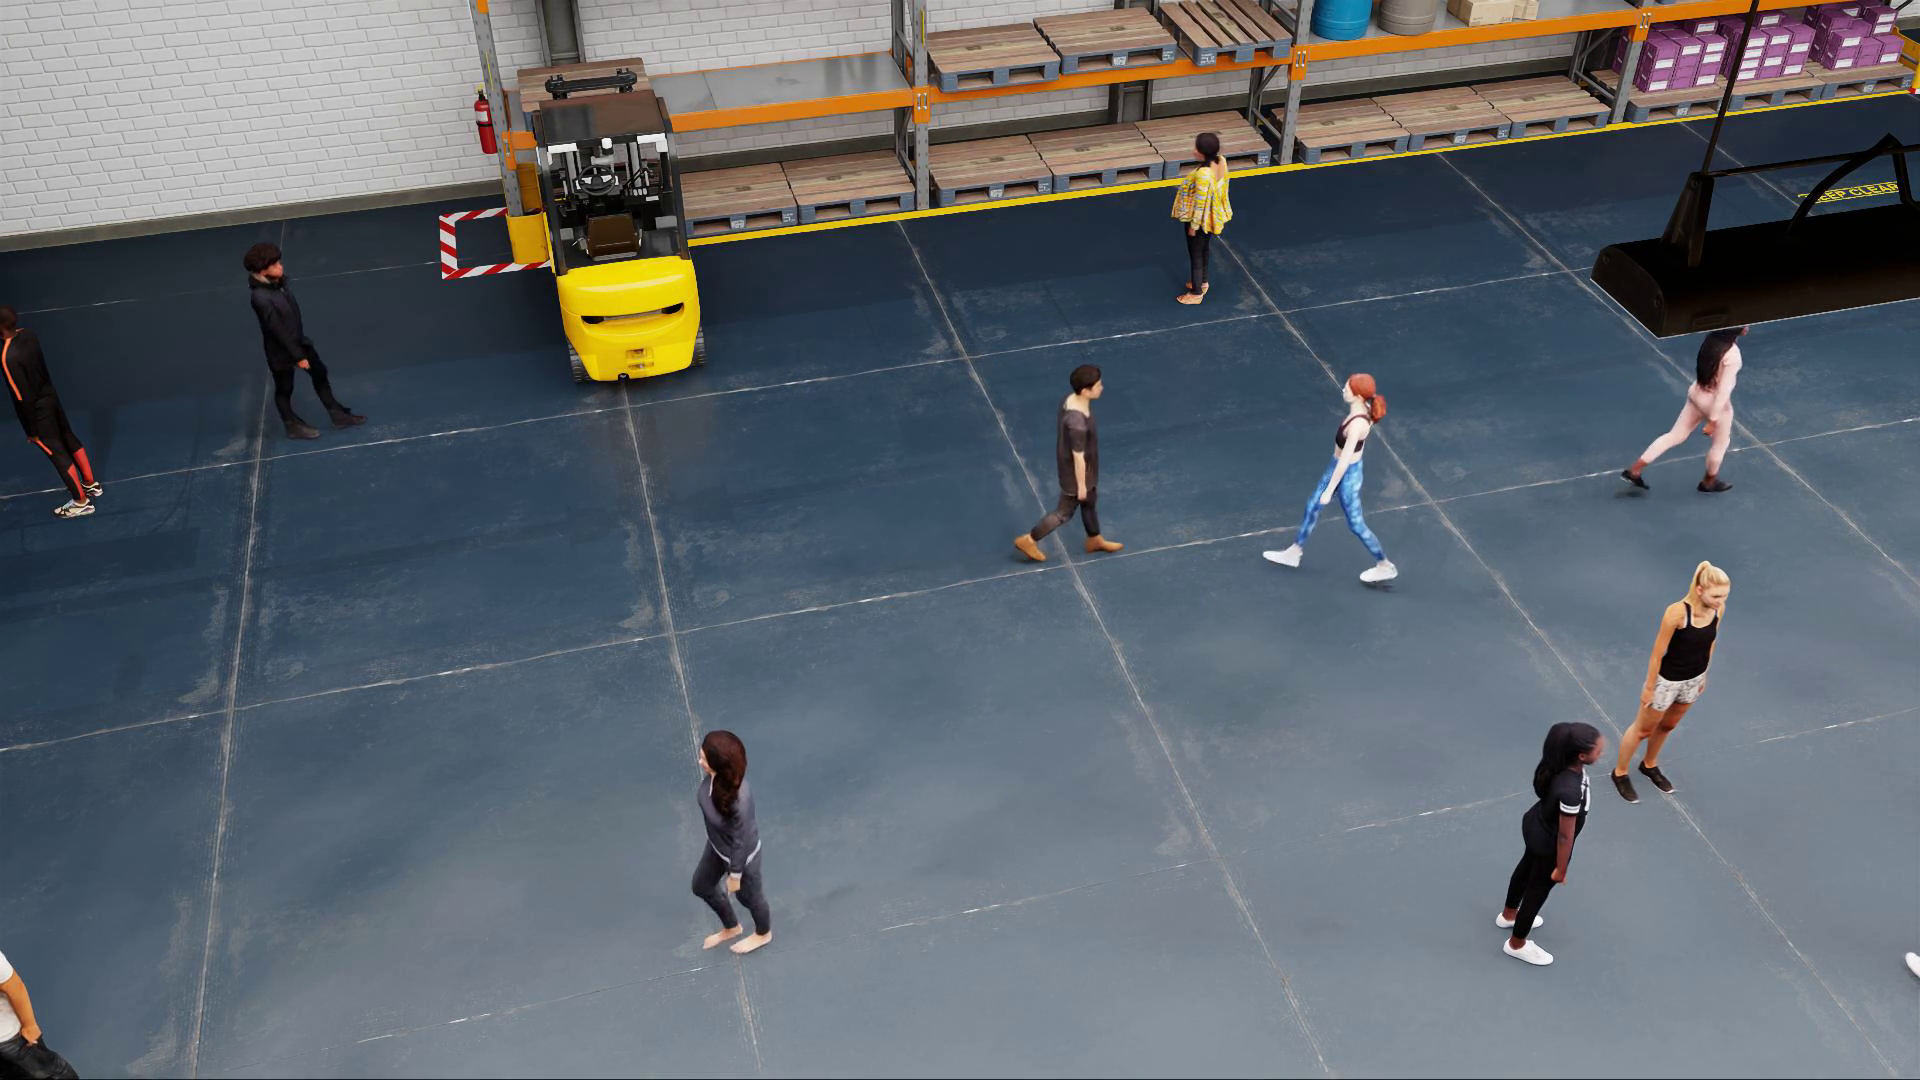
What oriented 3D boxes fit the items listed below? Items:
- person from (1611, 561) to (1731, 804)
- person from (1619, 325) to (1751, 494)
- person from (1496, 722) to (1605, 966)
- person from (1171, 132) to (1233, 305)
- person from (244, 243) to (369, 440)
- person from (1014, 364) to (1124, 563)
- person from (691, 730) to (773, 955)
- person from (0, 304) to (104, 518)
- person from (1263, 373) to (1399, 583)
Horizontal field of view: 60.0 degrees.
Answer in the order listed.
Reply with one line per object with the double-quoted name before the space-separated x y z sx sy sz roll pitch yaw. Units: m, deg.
"person" 4.393 0.838 10.233 0.474 1.844 0.663 -13 41 -16
"person" 5.606 -1.020 12.688 1.192 1.683 0.779 -3 39 -4
"person" 3.294 1.664 9.283 0.694 1.739 0.690 4 39 5
"person" 2.197 -2.924 15.095 0.939 1.654 0.883 15 41 18
"person" -5.470 -1.552 13.297 0.967 1.754 0.794 3 39 4
"person" 0.764 -0.528 12.064 1.129 1.694 0.822 1 39 1
"person" -1.186 1.668 9.262 0.724 1.758 0.721 -22 44 -25
"person" -6.932 -0.993 12.554 0.619 1.808 0.667 -1 39 -1
"person" 2.834 -0.377 11.845 1.268 1.740 1.007 9 40 12
